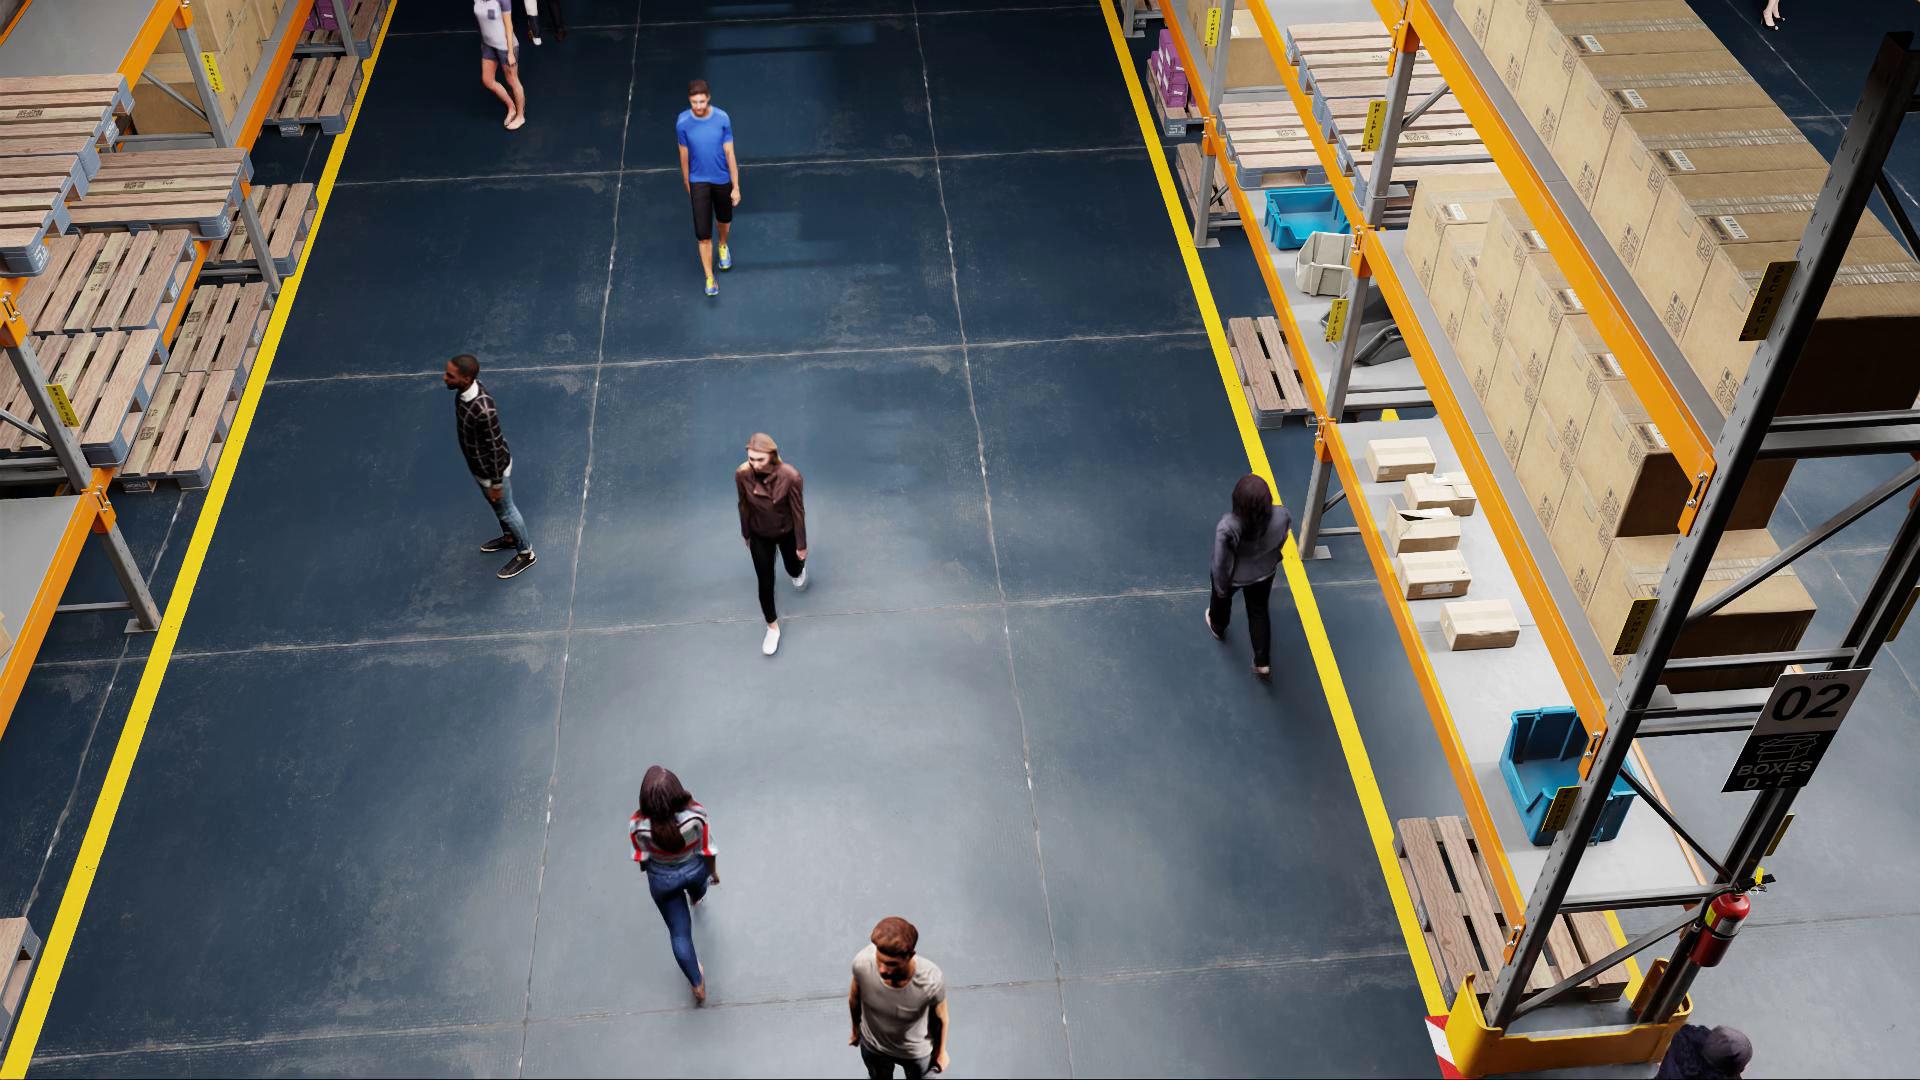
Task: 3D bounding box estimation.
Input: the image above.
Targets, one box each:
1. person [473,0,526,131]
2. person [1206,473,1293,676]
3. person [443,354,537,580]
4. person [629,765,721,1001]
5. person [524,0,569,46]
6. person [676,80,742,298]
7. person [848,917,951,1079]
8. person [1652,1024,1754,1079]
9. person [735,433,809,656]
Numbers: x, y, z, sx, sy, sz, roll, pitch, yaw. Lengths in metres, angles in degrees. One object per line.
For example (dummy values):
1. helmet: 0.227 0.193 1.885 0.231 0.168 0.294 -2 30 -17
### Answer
1. person: -4.320 -4.736 15.818 0.737 1.720 0.769 21 47 21
2. person: 1.865 0.231 10.707 0.752 1.580 1.037 -8 44 -8
3. person: -3.200 -0.532 11.334 0.801 1.819 0.656 -22 48 -21
4. person: -1.514 1.873 8.996 0.760 1.562 1.114 -11 45 -12
5. person: -4.388 -6.024 17.045 0.723 1.893 0.646 -11 45 -11
6. person: -2.089 -3.070 13.987 0.692 1.834 1.102 -9 44 -9
7. person: -0.297 2.425 8.172 0.741 1.898 0.715 13 45 14
8. person: 3.322 2.816 7.935 0.797 1.660 0.916 2 44 2
9. person: -1.190 -0.080 10.960 0.708 1.681 1.059 3 44 3
